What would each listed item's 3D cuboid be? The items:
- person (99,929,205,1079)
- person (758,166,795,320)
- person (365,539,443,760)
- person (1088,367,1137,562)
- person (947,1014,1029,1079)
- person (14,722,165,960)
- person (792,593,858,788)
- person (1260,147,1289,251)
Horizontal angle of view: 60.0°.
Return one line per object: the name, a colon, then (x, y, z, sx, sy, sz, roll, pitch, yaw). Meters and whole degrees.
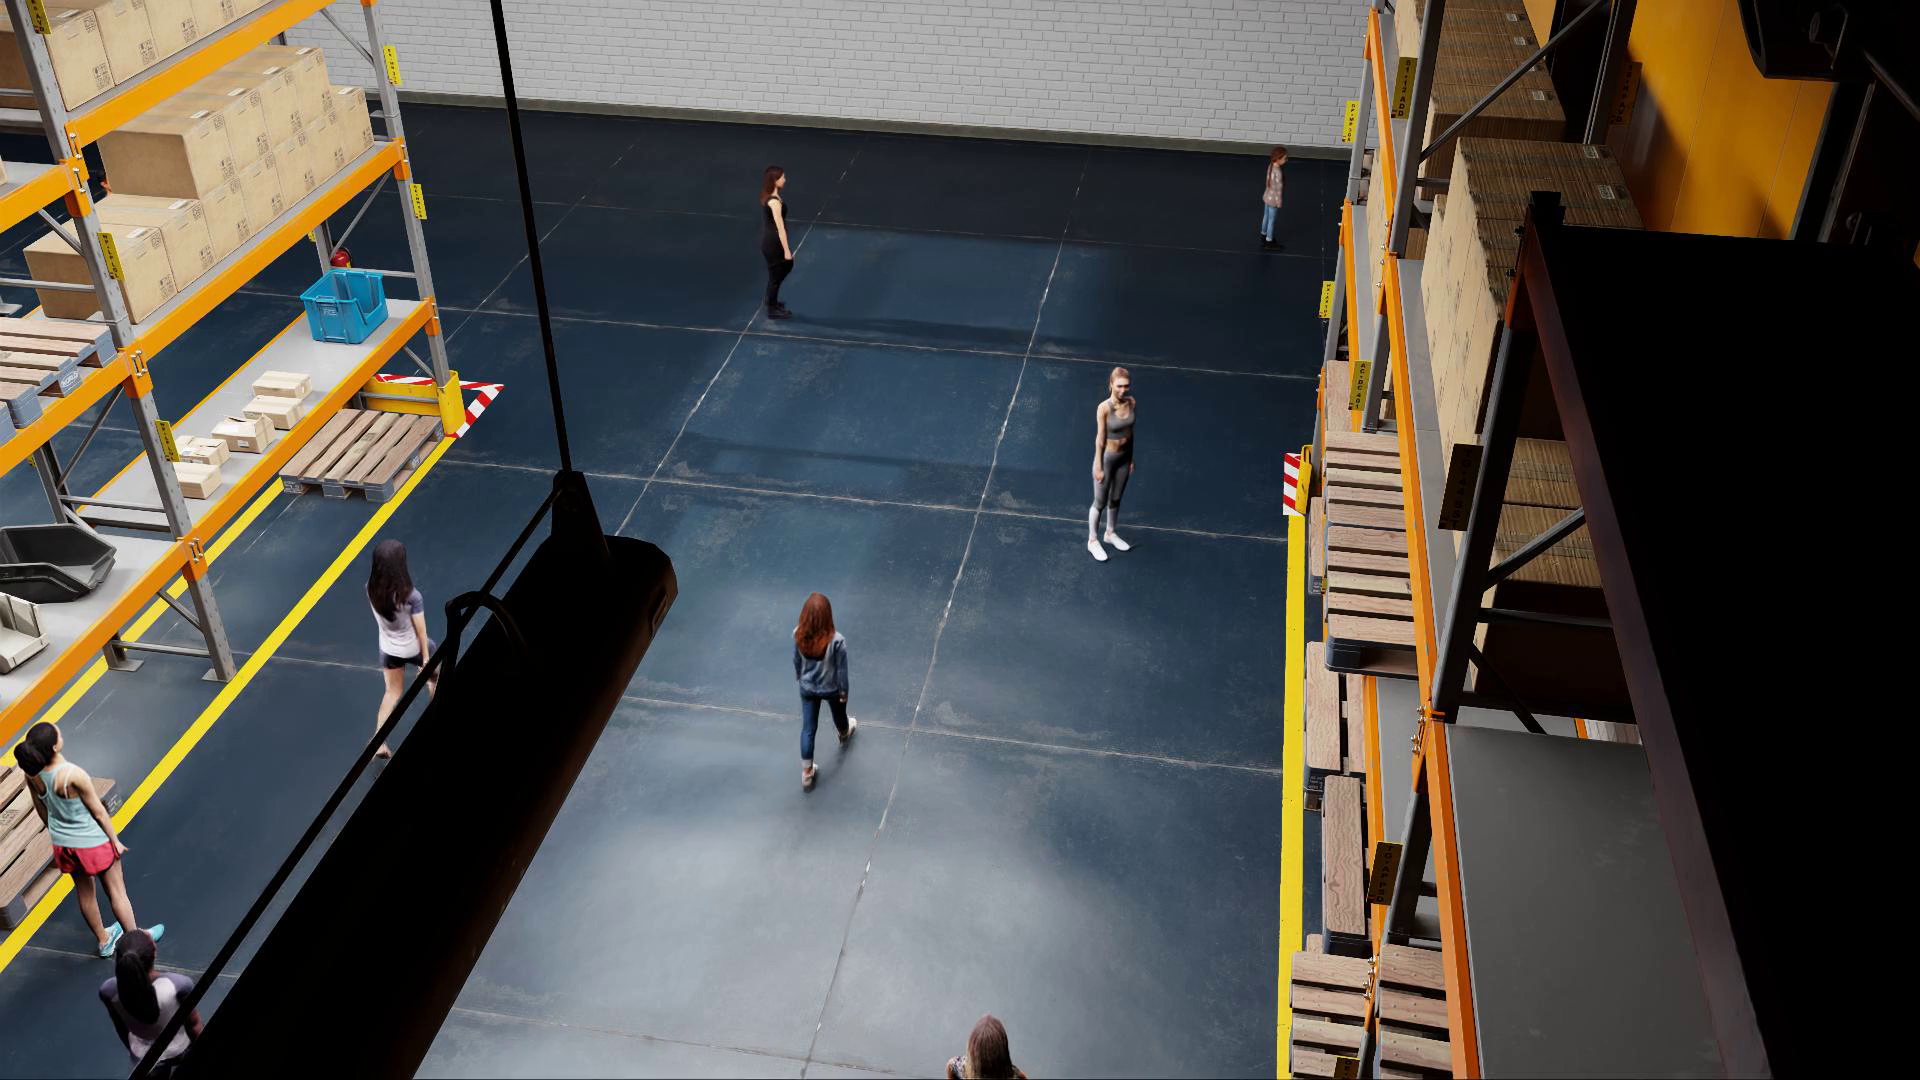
person: (-4.086, 2.732, 8.549, 0.965, 1.681, 1.256, -9, 35, -13)
person: (-2.004, -3.064, 17.272, 0.757, 1.680, 0.659, -7, 34, -11)
person: (-3.890, 0.780, 11.488, 0.623, 1.680, 1.023, 8, 34, 12)
person: (1.249, -0.645, 13.608, 0.629, 1.705, 0.690, -21, 39, -29)
person: (0.135, 2.961, 8.183, 0.569, 1.706, 0.500, 7, 34, 11)
person: (-5.214, 1.785, 9.899, 0.566, 1.764, 0.543, 5, 34, 8)
person: (-0.980, 1.036, 11.320, 0.609, 1.439, 0.961, 8, 34, 12)
person: (3.573, -3.913, 18.988, 0.606, 1.193, 0.502, -6, 34, -9)
